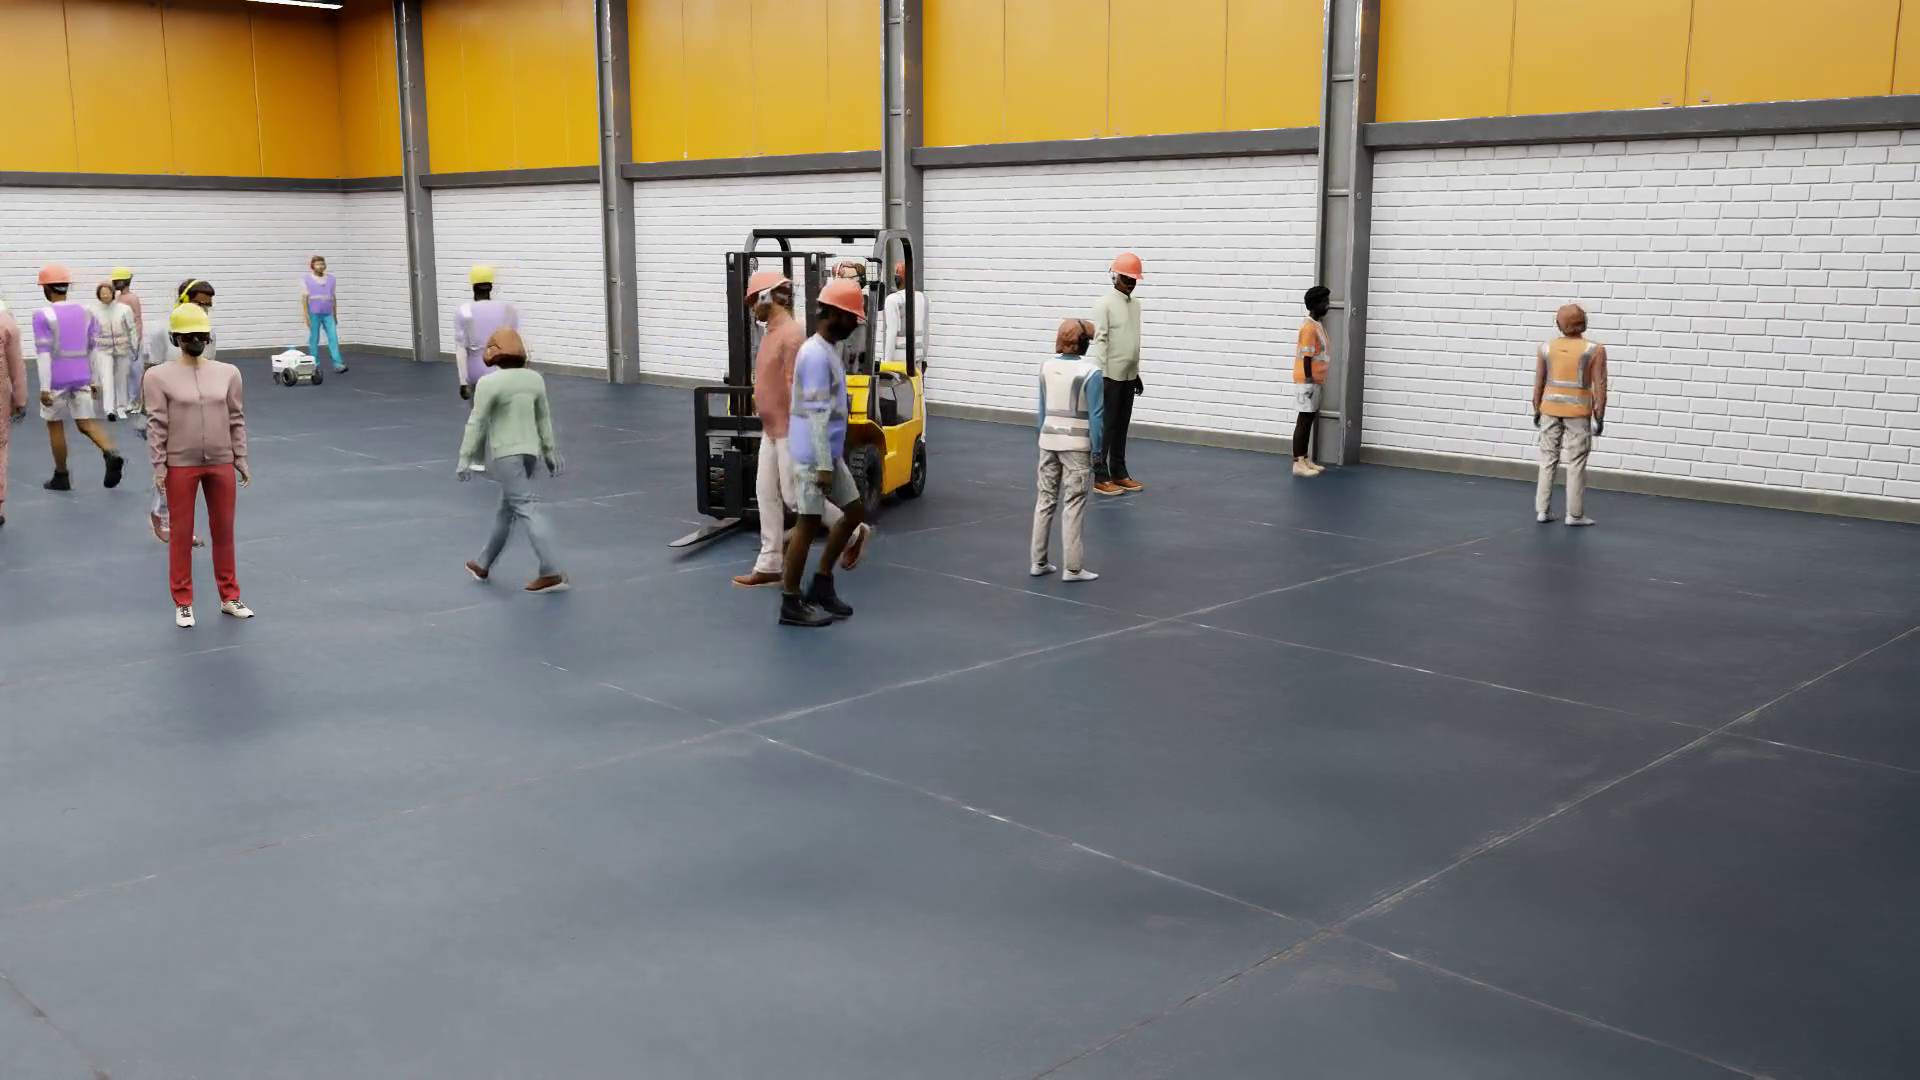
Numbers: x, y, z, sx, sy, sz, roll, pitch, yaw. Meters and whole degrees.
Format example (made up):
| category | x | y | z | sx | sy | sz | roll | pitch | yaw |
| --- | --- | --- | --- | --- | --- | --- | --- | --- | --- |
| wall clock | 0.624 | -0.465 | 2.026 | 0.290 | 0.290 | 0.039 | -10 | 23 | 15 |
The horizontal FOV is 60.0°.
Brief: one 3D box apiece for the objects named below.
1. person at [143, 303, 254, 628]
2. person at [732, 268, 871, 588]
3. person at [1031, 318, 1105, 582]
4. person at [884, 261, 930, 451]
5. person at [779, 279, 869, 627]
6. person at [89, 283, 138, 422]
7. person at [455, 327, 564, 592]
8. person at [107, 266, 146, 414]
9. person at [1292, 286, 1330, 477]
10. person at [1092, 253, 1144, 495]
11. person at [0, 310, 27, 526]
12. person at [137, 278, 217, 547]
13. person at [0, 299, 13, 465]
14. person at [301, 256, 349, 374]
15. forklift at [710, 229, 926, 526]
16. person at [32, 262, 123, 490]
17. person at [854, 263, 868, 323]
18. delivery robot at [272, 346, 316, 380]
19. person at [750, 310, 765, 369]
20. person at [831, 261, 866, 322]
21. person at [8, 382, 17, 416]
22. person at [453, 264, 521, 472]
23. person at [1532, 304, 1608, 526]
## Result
| category | x | y | z | sx | sy | sz | roll | pitch | yaw |
| --- | --- | --- | --- | --- | --- | --- | --- | --- | --- |
| person | -4.175 | -0.414 | 9.151 | 0.525 | 1.769 | 0.313 | -10 | 14 | -44 |
| person | -0.994 | -0.680 | 10.154 | 0.812 | 1.940 | 0.639 | -5 | 11 | -23 |
| person | 0.675 | -0.555 | 10.313 | 0.324 | 1.627 | 0.529 | -10 | 14 | -44 |
| person | -0.533 | -1.783 | 16.294 | 0.341 | 1.882 | 0.586 | 9 | 14 | 41 |
| person | -0.760 | -0.470 | 9.105 | 0.548 | 1.892 | 0.684 | 0 | 10 | 2 |
| person | -9.716 | -2.146 | 19.095 | 0.514 | 1.583 | 0.891 | -6 | 12 | -30 |
| person | -2.735 | -0.485 | 10.037 | 0.866 | 1.568 | 0.603 | 6 | 12 | 30 |
| person | -9.984 | -2.390 | 19.934 | 0.533 | 1.765 | 0.331 | 9 | 13 | 39 |
| person | 3.126 | -1.410 | 14.794 | 0.318 | 1.691 | 0.535 | 4 | 11 | 20 |
| person | 1.327 | -1.372 | 13.777 | 0.396 | 1.985 | 0.608 | 8 | 13 | 38 |
| person | -7.203 | -1.035 | 12.183 | 0.677 | 1.890 | 0.433 | -5 | 12 | -27 |
| person | -5.304 | -0.859 | 11.369 | 0.421 | 1.835 | 0.605 | 5 | 12 | 27 |
| person | -9.146 | -1.605 | 15.516 | 0.638 | 1.821 | 0.664 | -7 | 13 | -35 |
| person | -9.774 | -3.438 | 25.537 | 0.587 | 1.800 | 0.923 | -10 | 14 | -44 |
| forklift | -1.050 | -1.319 | 12.920 | 1.214 | 2.155 | 2.313 | 2 | 11 | 13 |
| person | -7.362 | -1.337 | 13.791 | 0.812 | 1.915 | 0.556 | 5 | 12 | 26 |
| person | -1.100 | -1.993 | 17.556 | 0.429 | 1.842 | 0.635 | -8 | 13 | -36 |
| delivery robot | -9.505 | -2.528 | 23.727 | 0.707 | 0.478 | 0.477 | 9 | 14 | 40 |
| person | -1.847 | -1.380 | 14.783 | 0.268 | 1.631 | 0.507 | 3 | 11 | 18 |
| person | -0.996 | -1.486 | 14.614 | 0.409 | 1.909 | 0.642 | 4 | 11 | 20 |
| person | -11.328 | -2.316 | 19.152 | 0.640 | 1.911 | 0.901 | 4 | 11 | 23 |
| person | -4.158 | -1.487 | 14.702 | 0.599 | 1.882 | 1.009 | -6 | 12 | -29 |
| person | 4.458 | -0.904 | 12.209 | 0.560 | 1.625 | 0.342 | 9 | 13 | 39 |
